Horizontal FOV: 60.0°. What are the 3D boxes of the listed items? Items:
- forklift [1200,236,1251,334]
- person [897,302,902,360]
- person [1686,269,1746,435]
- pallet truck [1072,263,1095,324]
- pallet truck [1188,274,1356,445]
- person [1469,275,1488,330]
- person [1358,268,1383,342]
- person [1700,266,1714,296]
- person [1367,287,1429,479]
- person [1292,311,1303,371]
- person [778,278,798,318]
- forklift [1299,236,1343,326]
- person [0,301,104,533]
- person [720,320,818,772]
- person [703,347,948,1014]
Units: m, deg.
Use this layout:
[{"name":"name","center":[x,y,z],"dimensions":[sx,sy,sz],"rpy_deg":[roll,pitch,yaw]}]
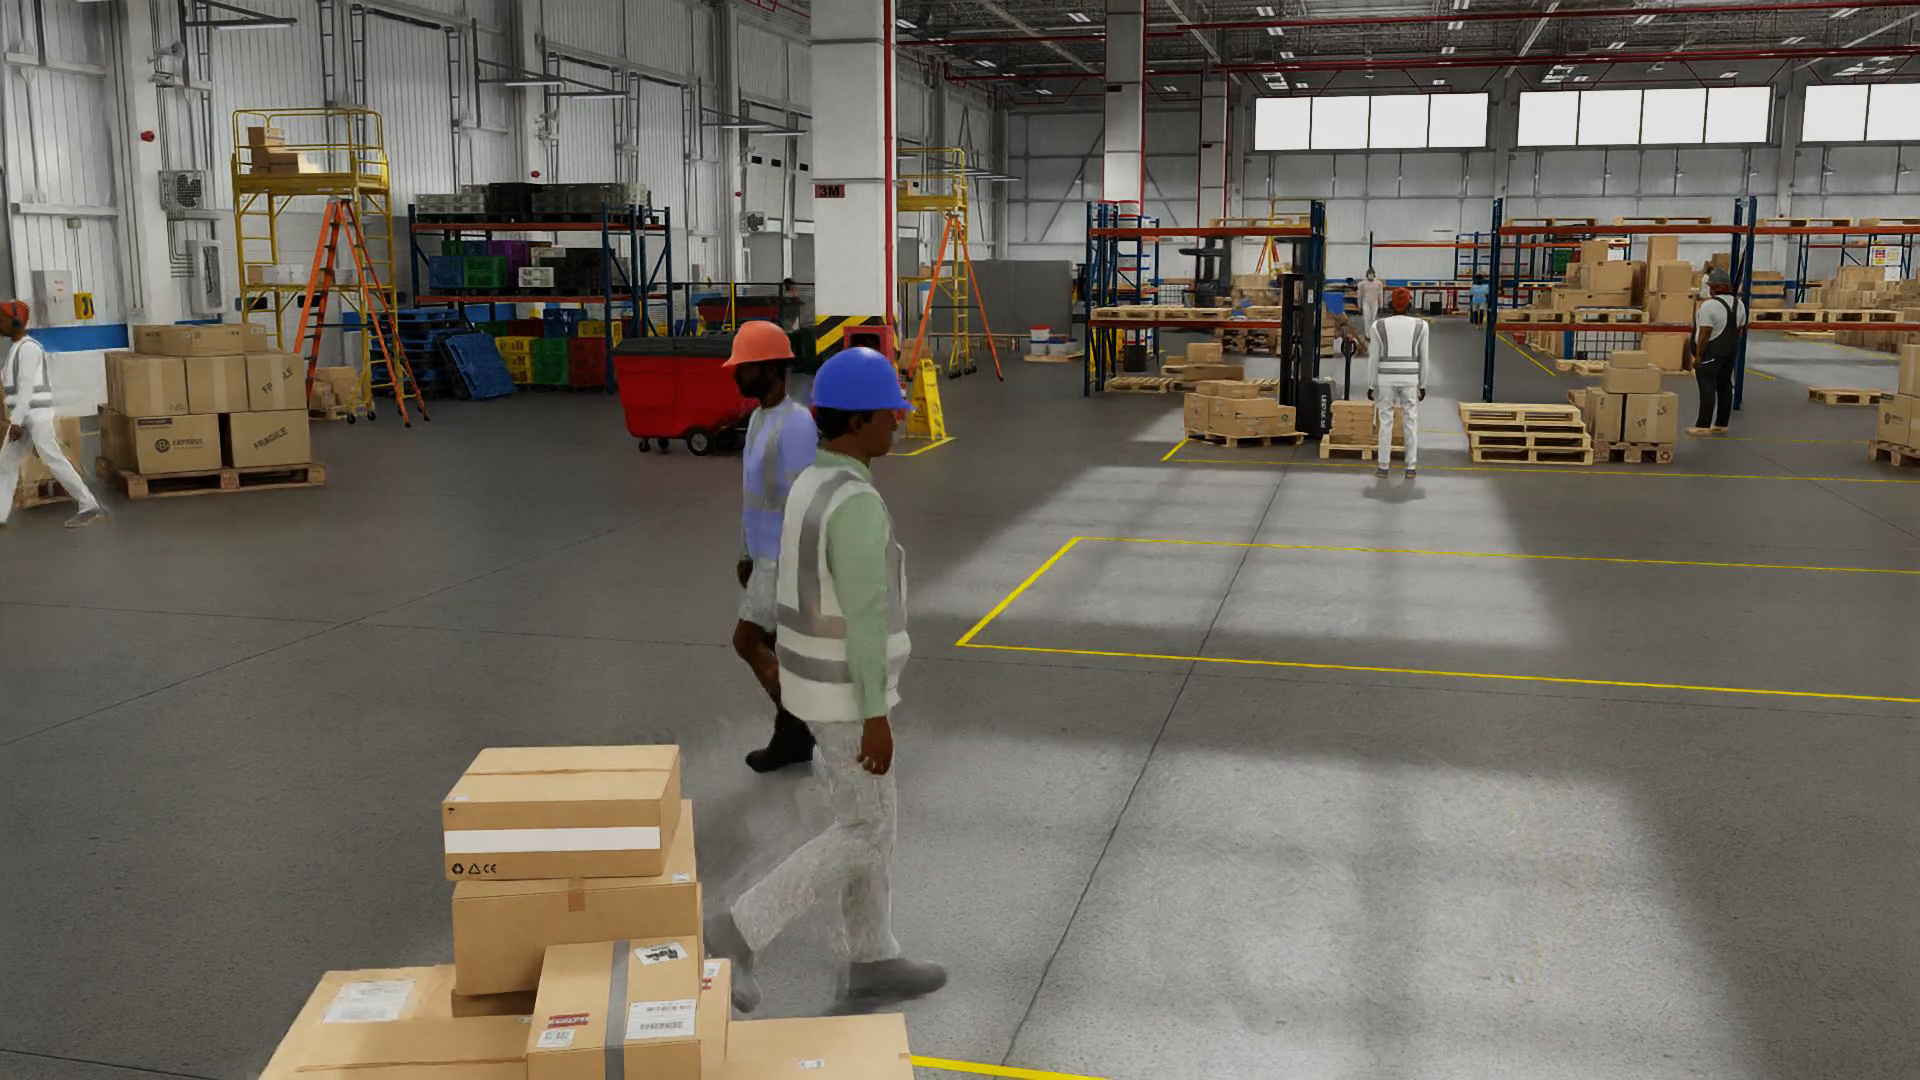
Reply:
[{"name":"forklift","center":[7.299,-7.241,47.041],"dimensions":[1.873,2.768,1.129],"rpy_deg":[-6,11,-30]},{"name":"person","center":[-1.084,-2.664,22.921],"dimensions":[0.584,1.918,0.383],"rpy_deg":[-4,10,-23]},{"name":"person","center":[9.262,-2.313,20.492],"dimensions":[0.678,2.000,0.537],"rpy_deg":[-5,11,-26]},{"name":"pallet truck","center":[4.325,-8.180,55.162],"dimensions":[0.823,1.965,1.885],"rpy_deg":[6,11,31]},{"name":"pallet truck","center":[3.653,-2.138,19.590],"dimensions":[1.885,1.965,0.823],"rpy_deg":[-4,10,-20]},{"name":"person","center":[15.464,-7.070,49.621],"dimensions":[0.548,1.647,0.872],"rpy_deg":[4,10,23]},{"name":"person","center":[10.642,-6.104,43.227],"dimensions":[0.636,1.905,0.959],"rpy_deg":[0,10,1]},{"name":"person","center":[22.806,-7.403,50.813],"dimensions":[0.363,1.929,0.628],"rpy_deg":[5,11,29]},{"name":"person","center":[4.311,-1.538,16.391],"dimensions":[0.574,1.883,0.360],"rpy_deg":[2,10,10]},{"name":"person","center":[6.604,-4.102,31.933],"dimensions":[0.335,1.734,0.487],"rpy_deg":[6,12,34]},{"name":"person","center":[-4.334,-5.700,41.569],"dimensions":[0.551,1.654,0.873],"rpy_deg":[4,11,24]},{"name":"forklift","center":[10.792,-7.966,51.308],"dimensions":[1.873,2.768,1.129],"rpy_deg":[-2,10,-12]},{"name":"person","center":[-7.365,-0.971,13.202],"dimensions":[0.978,1.844,0.589],"rpy_deg":[-9,13,-42]},{"name":"person","center":[-0.814,0.042,6.989],"dimensions":[0.474,1.912,0.572],"rpy_deg":[-4,11,-24]},{"name":"person","center":[-0.388,0.422,4.708],"dimensions":[0.678,1.929,0.624],"rpy_deg":[-2,10,-14]}]
